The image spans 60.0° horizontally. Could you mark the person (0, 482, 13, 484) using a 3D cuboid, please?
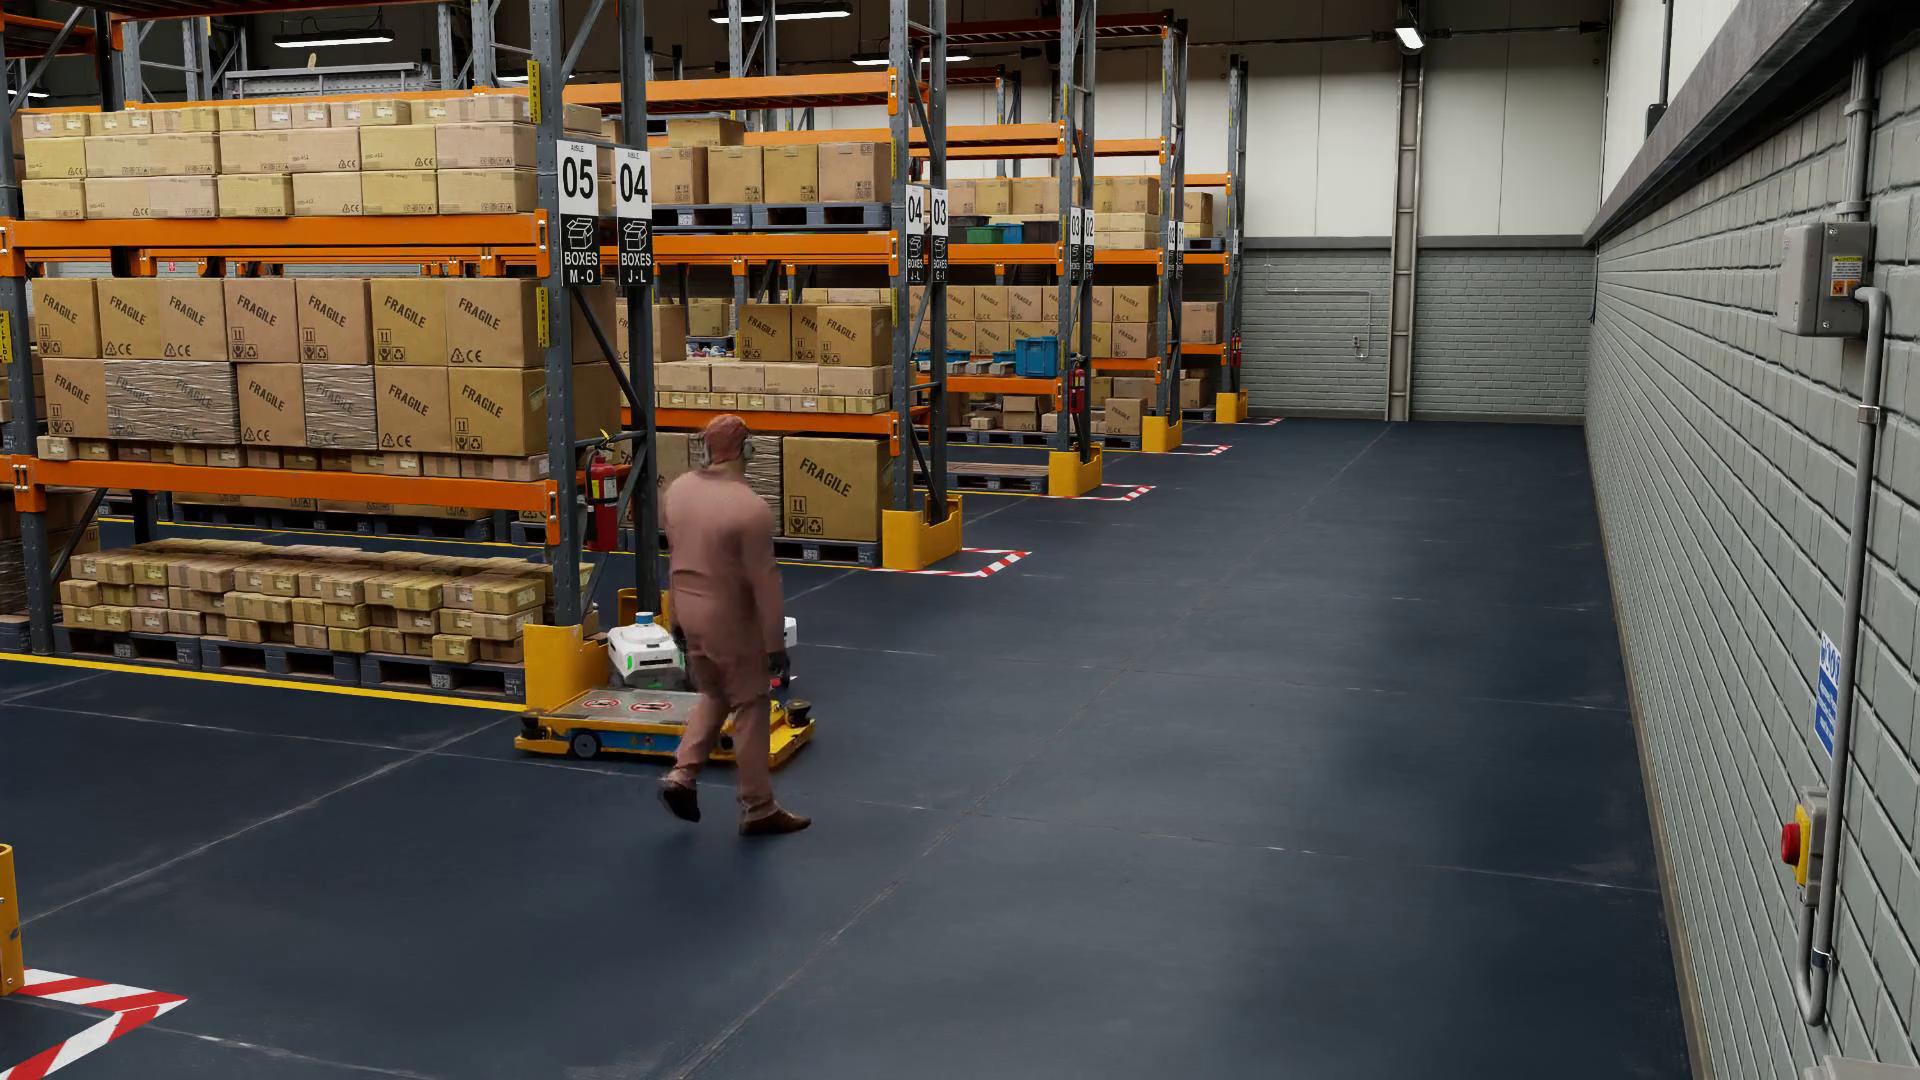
[{"bbox_3d":[-9.444,-0.918,16.155,0.365,1.686,0.536,3,10,21],"label":"person"}]

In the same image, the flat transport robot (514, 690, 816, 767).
[{"bbox_3d":[-1.543,0.972,8.761,1.431,0.197,0.652,2,9,13],"label":"flat transport robot"}]

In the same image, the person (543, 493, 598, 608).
[{"bbox_3d":[-2.877,-0.325,12.275,0.321,1.743,0.488,5,10,28],"label":"person"}]

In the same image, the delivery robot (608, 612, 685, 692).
[{"bbox_3d":[-1.808,0.656,9.559,0.477,0.478,0.707,-3,10,-20],"label":"delivery robot"}]

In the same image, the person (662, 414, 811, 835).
[{"bbox_3d":[-1.046,0.388,7.368,0.699,1.887,0.531,9,13,44],"label":"person"}]

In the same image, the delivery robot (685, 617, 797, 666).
[{"bbox_3d":[-1.295,0.603,9.889,0.477,0.478,0.707,6,11,35],"label":"delivery robot"}]
